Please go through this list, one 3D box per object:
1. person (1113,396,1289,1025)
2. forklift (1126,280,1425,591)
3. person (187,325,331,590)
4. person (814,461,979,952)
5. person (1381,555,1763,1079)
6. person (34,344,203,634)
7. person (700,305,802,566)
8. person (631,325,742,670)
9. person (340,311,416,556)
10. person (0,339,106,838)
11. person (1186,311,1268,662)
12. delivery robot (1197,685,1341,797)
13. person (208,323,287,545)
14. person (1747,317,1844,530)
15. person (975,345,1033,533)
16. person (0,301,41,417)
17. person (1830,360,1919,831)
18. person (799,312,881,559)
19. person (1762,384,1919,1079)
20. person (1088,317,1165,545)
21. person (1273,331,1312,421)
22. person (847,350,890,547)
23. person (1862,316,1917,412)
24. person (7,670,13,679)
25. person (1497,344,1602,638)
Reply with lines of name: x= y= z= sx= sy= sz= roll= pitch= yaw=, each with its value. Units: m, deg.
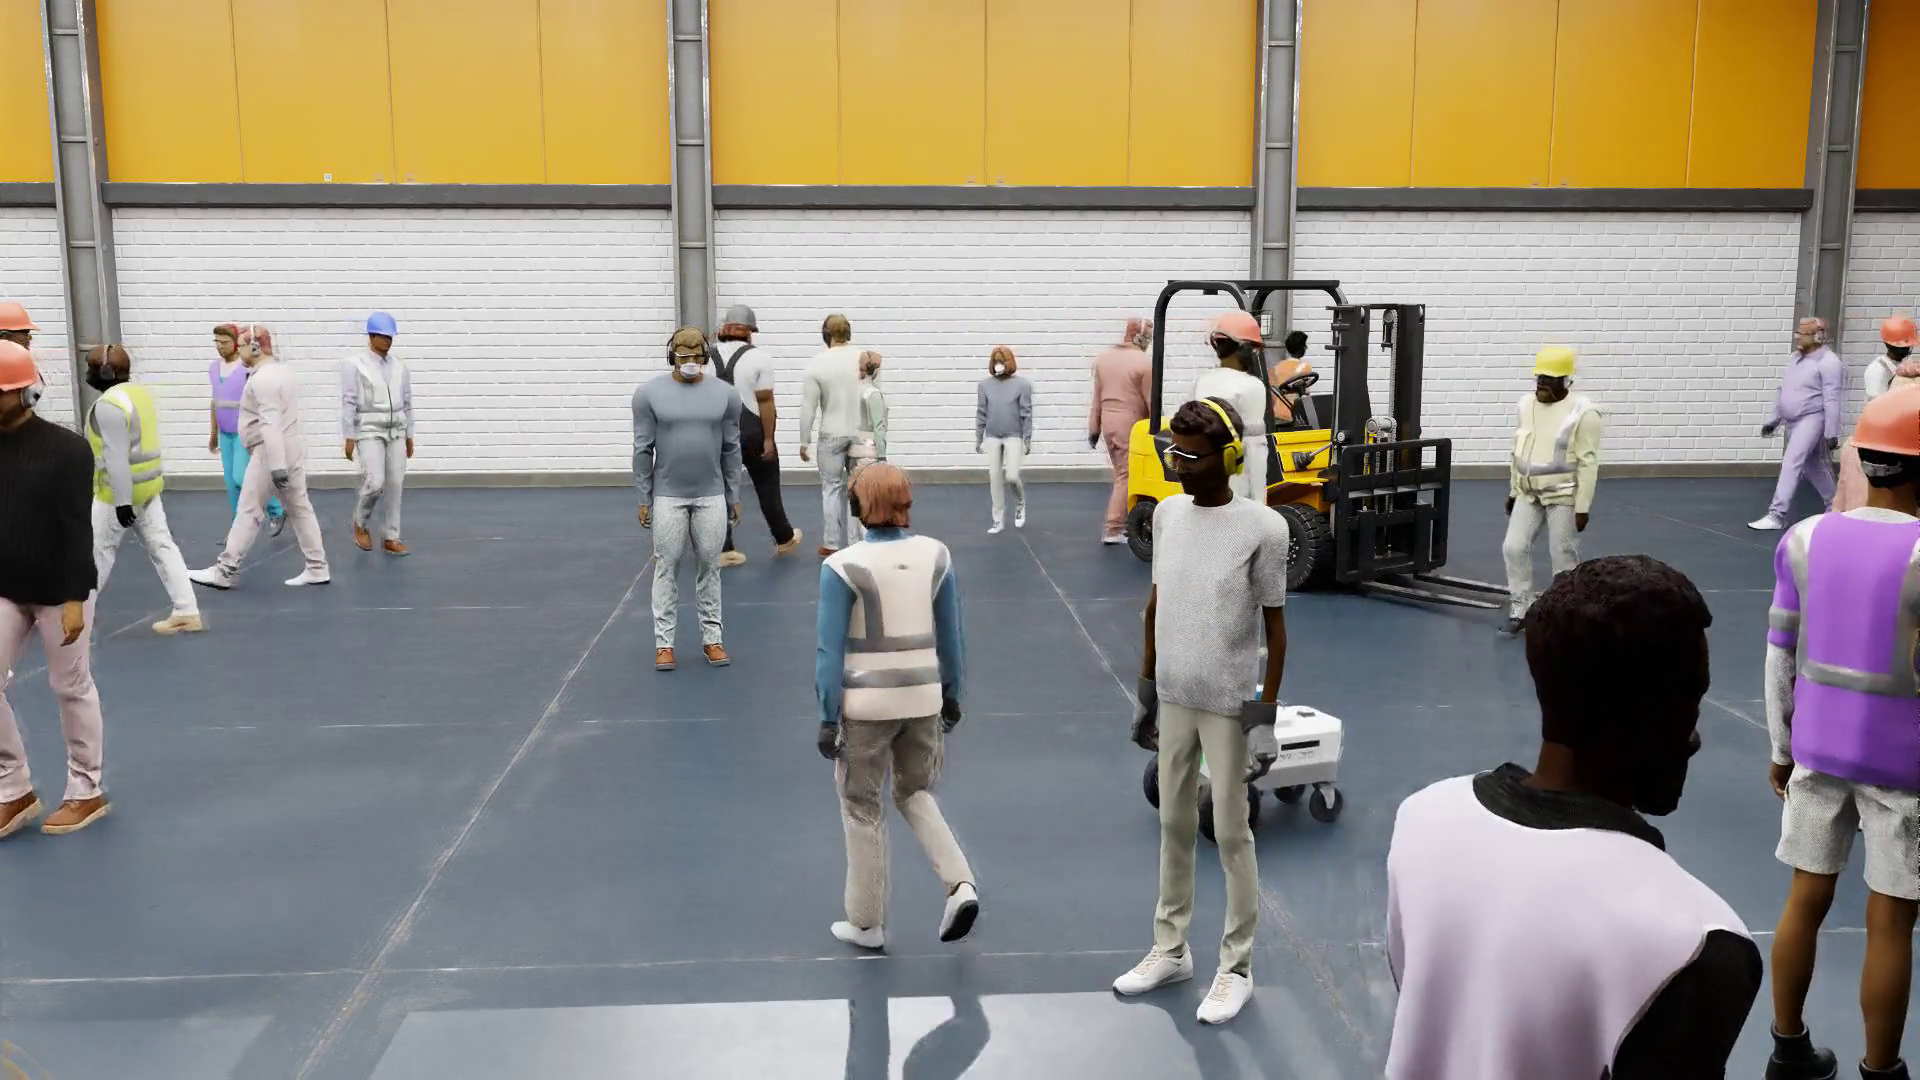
person: x=0.728 y=0.505 z=4.971 sx=0.521 sy=1.856 sz=0.328 roll=9 pitch=12 yaw=43
forklift: x=2.301 y=-0.860 z=12.475 sx=1.214 sy=2.155 sz=2.313 roll=-6 pitch=11 yaw=-35
person: x=-4.960 y=-0.570 z=11.695 sx=0.977 sy=1.856 sz=0.664 roll=-1 pitch=9 yaw=-7
person: x=-0.191 y=0.554 z=5.371 sx=0.554 sy=1.619 sz=0.502 roll=-6 pitch=11 yaw=-34
person: x=0.822 y=0.945 z=2.137 sx=0.984 sy=1.868 sz=0.612 roll=-3 pitch=10 yaw=-19
person: x=-5.154 y=-0.287 z=10.136 sx=0.975 sy=1.791 sz=0.649 roll=-1 pitch=9 yaw=-5
person: x=-1.643 y=-0.845 z=12.862 sx=0.697 sy=2.000 sz=1.006 roll=4 pitch=10 yaw=23
person: x=-1.524 y=-0.237 z=9.381 sx=0.628 sy=1.935 sz=0.373 roll=-3 pitch=10 yaw=-19
person: x=-4.562 y=-0.828 z=13.085 sx=0.447 sy=1.930 sz=0.631 roll=7 pitch=11 yaw=36
person: x=-3.636 y=0.209 z=6.463 sx=0.622 sy=1.966 sz=0.613 roll=1 pitch=9 yaw=7
person: x=1.453 y=-0.271 z=9.335 sx=0.652 sy=2.017 sz=0.649 roll=-5 pitch=10 yaw=-27
delivery robot: x=1.177 y=0.828 z=6.715 sx=0.707 sy=0.478 sz=0.477 roll=-4 pitch=10 yaw=-22
person: x=-5.906 y=-0.870 z=13.701 sx=0.581 sy=1.830 sz=0.473 roll=5 pitch=11 yaw=31
person: x=7.395 y=-1.010 z=14.497 sx=0.998 sy=1.861 sz=0.653 roll=0 pitch=9 yaw=-2
person: x=0.375 y=-0.857 z=14.270 sx=0.517 sy=1.621 sz=0.373 roll=4 pitch=10 yaw=23
person: x=-6.120 y=-0.520 z=10.813 sx=0.378 sy=2.045 sz=0.605 roll=-7 pitch=12 yaw=-39
person: x=3.839 y=0.210 z=6.716 sx=0.639 sy=1.885 sz=0.656 roll=-4 pitch=10 yaw=-23
person: x=-0.926 y=-0.789 z=12.862 sx=0.671 sy=1.930 sz=0.443 roll=-4 pitch=10 yaw=-25
person: x=2.390 y=0.562 z=4.350 sx=0.377 sy=1.936 sz=0.549 roll=-5 pitch=10 yaw=-30
person: x=1.444 y=-0.898 z=13.771 sx=0.804 sy=1.865 sz=0.707 roll=-7 pitch=11 yaw=-36
person: x=3.373 y=-1.272 z=16.757 sx=0.788 sy=1.659 sz=0.544 roll=-5 pitch=11 yaw=-31
person: x=-0.717 y=-0.637 z=12.822 sx=0.307 sy=1.638 sz=0.514 roll=-6 pitch=11 yaw=-31
person: x=7.397 y=-0.824 z=13.230 sx=0.753 sy=1.896 sz=0.396 roll=-8 pitch=12 yaw=-42
person: x=-5.248 y=-0.114 z=8.842 sx=0.565 sy=1.853 sz=0.543 roll=8 pitch=12 yaw=43
person: x=3.488 y=-0.266 z=9.942 sx=0.564 sy=1.807 sz=0.618 roll=-6 pitch=11 yaw=-32
